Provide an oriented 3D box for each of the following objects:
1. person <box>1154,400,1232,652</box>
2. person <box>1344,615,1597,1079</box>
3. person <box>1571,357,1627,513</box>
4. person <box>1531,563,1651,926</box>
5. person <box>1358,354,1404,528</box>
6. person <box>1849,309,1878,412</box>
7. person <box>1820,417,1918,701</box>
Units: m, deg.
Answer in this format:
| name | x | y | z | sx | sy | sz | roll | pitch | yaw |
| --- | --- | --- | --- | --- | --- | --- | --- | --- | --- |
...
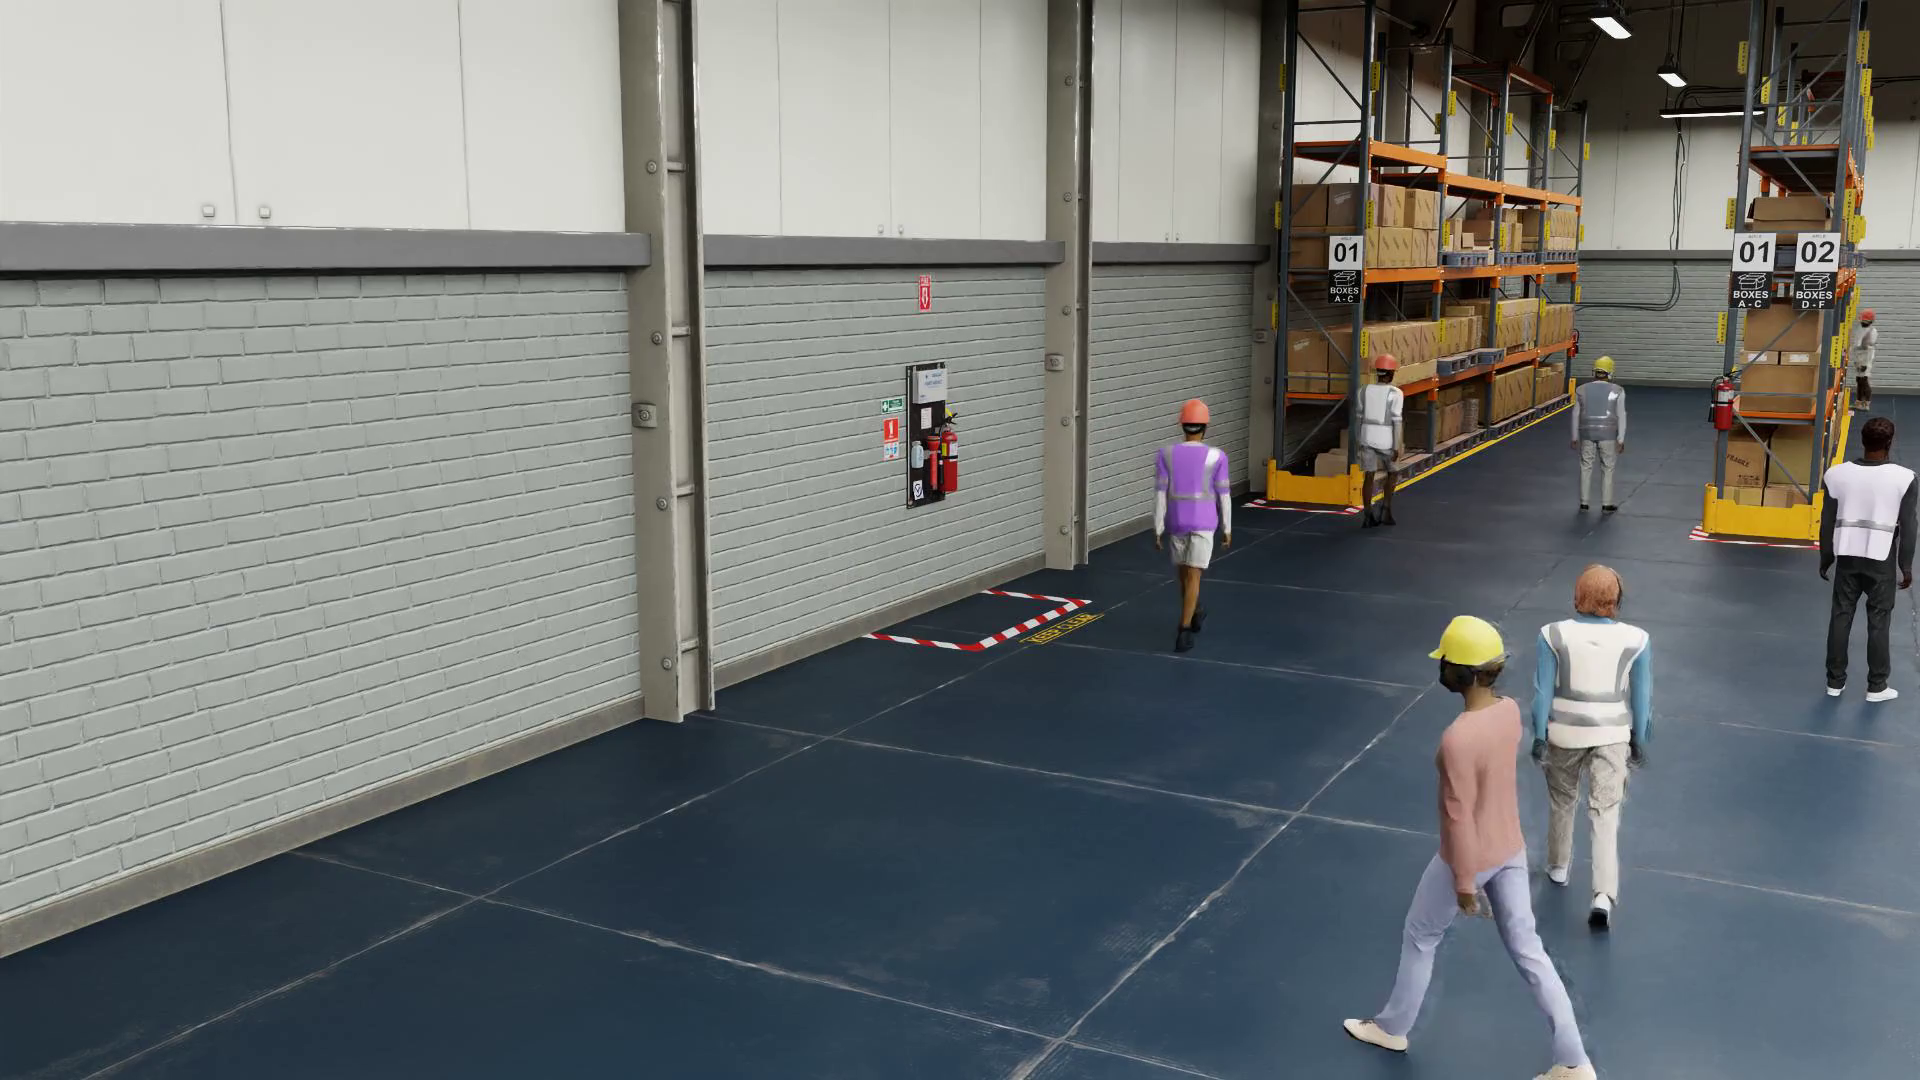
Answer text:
| name | x | y | z | sx | sy | sz | roll | pitch | yaw |
| --- | --- | --- | --- | --- | --- | --- | --- | --- | --- |
| person | 1.826 | -0.136 | 12.875 | 0.570 | 1.884 | 0.967 | 4 | 11 | 23 |
| person | 1.903 | 1.124 | 6.011 | 0.530 | 1.720 | 0.933 | -8 | 13 | -41 |
| person | 7.448 | -1.216 | 19.407 | 0.633 | 1.822 | 0.406 | 7 | 12 | 36 |
| person | 2.877 | 0.913 | 7.595 | 0.517 | 1.601 | 0.849 | 3 | 10 | 15 |
| person | 4.631 | -1.082 | 18.329 | 0.551 | 1.916 | 0.497 | 7 | 12 | 37 |
| person | 17.432 | -3.474 | 32.166 | 0.389 | 1.992 | 0.758 | 1 | 10 | 5 |
| person | 6.114 | 0.130 | 11.233 | 0.395 | 1.920 | 0.587 | -9 | 14 | -44 |
